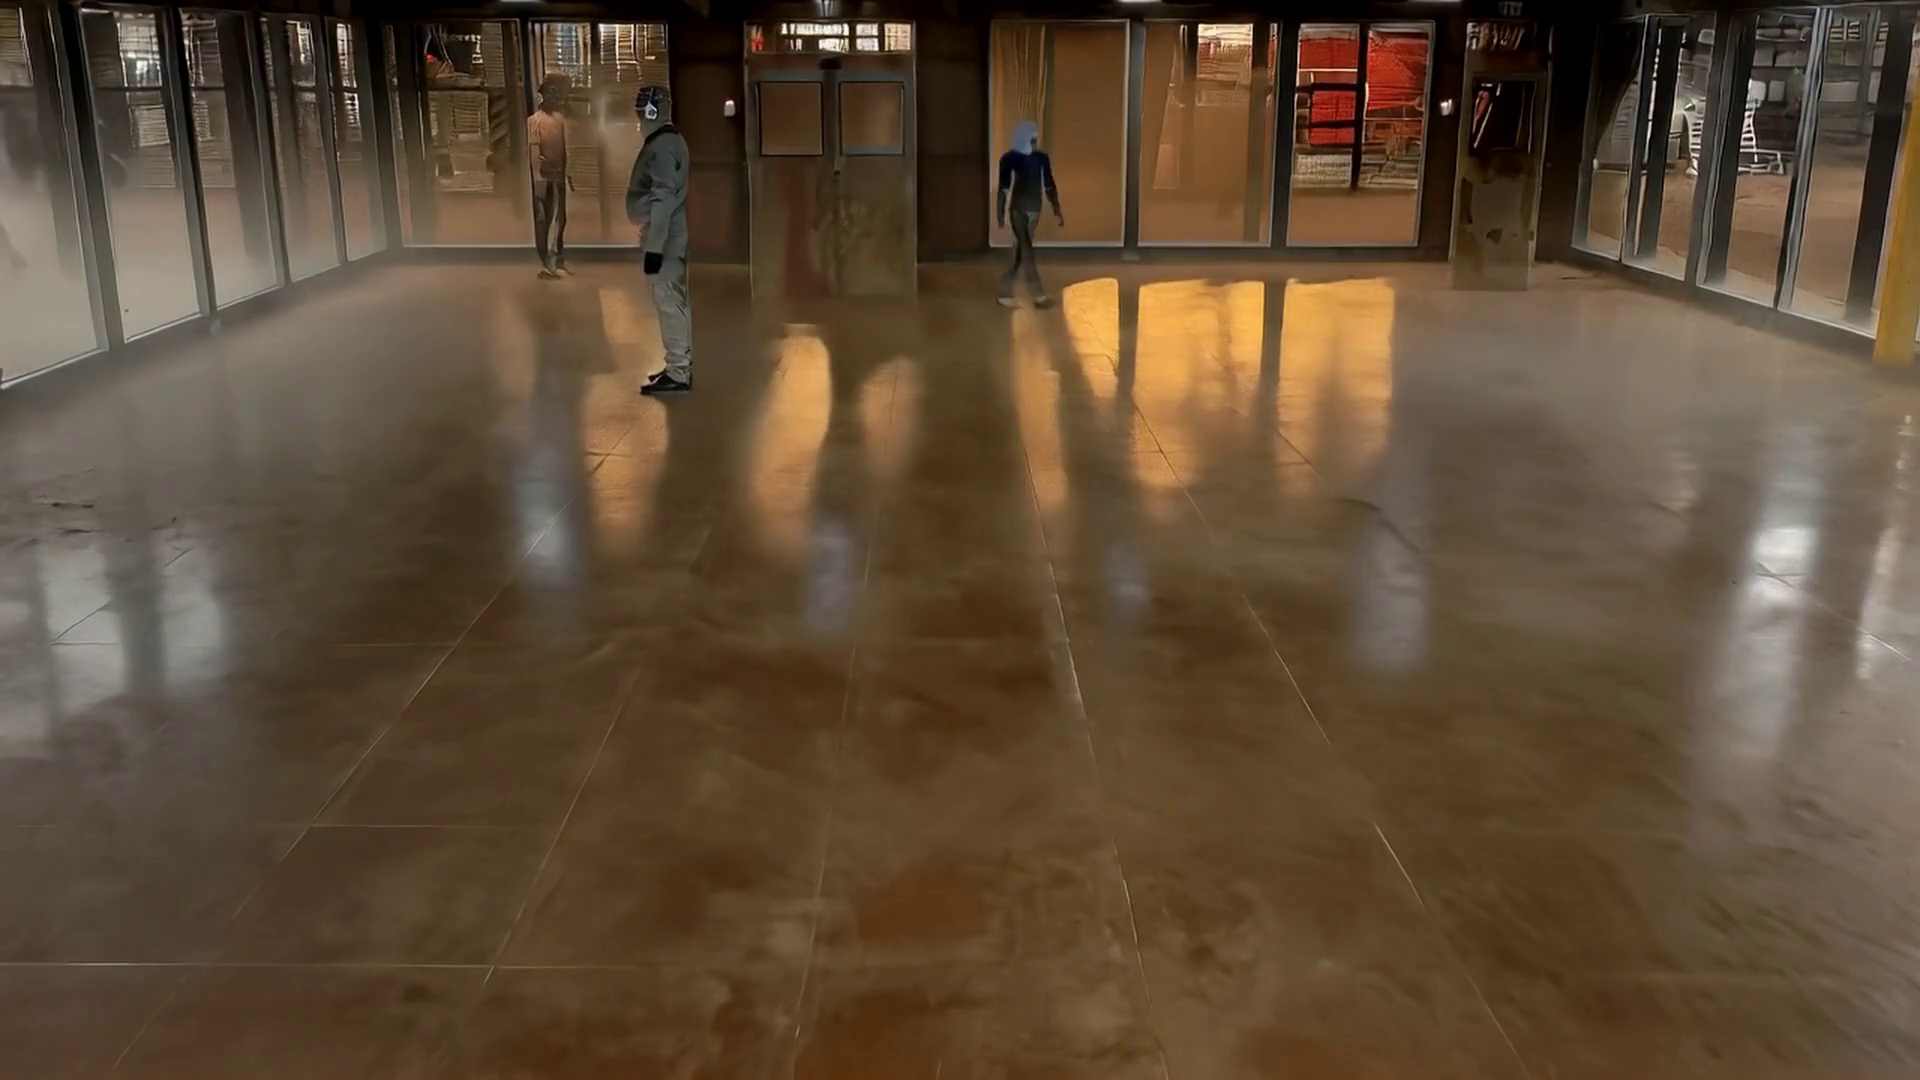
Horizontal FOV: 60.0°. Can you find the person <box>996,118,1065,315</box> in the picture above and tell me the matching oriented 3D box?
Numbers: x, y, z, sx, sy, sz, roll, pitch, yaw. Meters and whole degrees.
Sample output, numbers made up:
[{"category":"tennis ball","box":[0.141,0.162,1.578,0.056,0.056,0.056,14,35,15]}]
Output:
[{"category":"person","box":[0.585,-2.651,13.678,0.510,1.583,0.884,-14,21,-39]}]

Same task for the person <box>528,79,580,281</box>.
[{"category":"person","box":[-3.850,-3.398,15.737,0.311,1.869,0.530,7,18,22]}]

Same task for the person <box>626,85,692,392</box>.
[{"category":"person","box":[-1.904,-1.897,10.557,0.406,1.911,0.639,0,16,-1]}]
